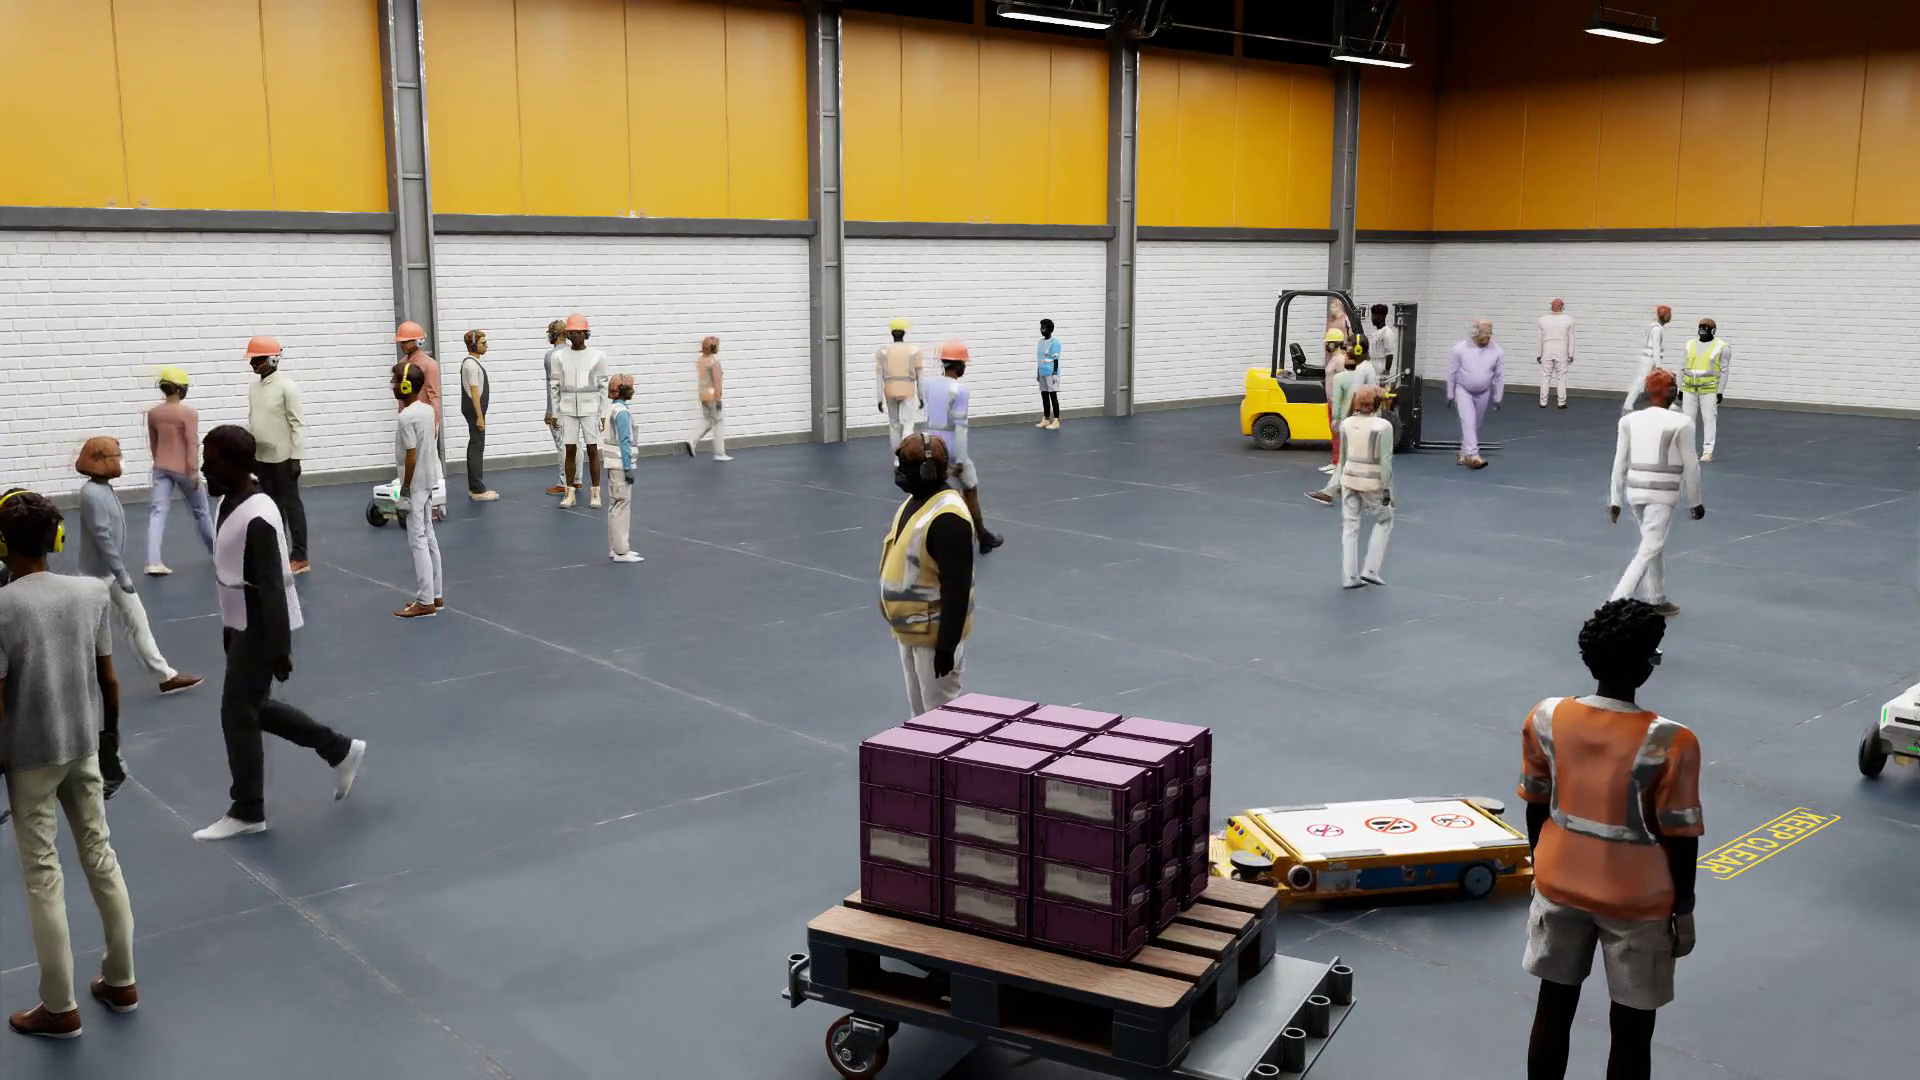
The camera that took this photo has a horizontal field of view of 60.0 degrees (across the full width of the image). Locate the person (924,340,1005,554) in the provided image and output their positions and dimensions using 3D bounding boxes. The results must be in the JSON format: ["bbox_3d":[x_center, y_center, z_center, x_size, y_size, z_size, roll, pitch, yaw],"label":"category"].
[{"bbox_3d":[-0.009,-0.788,14.564,0.557,1.902,0.905,9,13,43],"label":"person"}]

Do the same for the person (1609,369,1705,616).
[{"bbox_3d":[4.909,-0.299,11.887,0.974,1.843,0.576,-6,11,-31],"label":"person"}]

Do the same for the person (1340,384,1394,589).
[{"bbox_3d":[3.239,-0.421,13.198,0.458,1.619,0.545,-8,13,-39],"label":"person"}]

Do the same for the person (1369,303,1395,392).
[{"bbox_3d":[6.035,-2.419,23.927,0.368,1.960,0.613,-1,10,-5],"label":"person"}]

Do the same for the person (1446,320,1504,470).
[{"bbox_3d":[6.402,-1.800,20.672,0.654,1.849,0.980,0,10,0],"label":"person"}]

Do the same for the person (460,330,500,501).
[{"bbox_3d":[-5.216,-1.347,17.999,0.346,1.846,0.506,-4,10,-20],"label":"person"}]

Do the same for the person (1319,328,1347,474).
[{"bbox_3d":[4.532,-1.675,20.150,0.329,1.767,0.528,0,10,2],"label":"person"}]

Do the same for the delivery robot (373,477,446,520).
[{"bbox_3d":[-5.381,-0.461,16.285,0.477,0.478,0.707,5,10,27],"label":"delivery robot"}]

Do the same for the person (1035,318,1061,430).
[{"bbox_3d":[1.344,-2.532,25.386,0.319,1.691,0.535,-6,11,-29],"label":"person"}]

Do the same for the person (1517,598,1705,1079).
[{"bbox_3d":[1.825,1.000,4.694,0.318,1.697,0.533,-9,13,-41],"label":"person"}]

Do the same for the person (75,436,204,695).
[{"bbox_3d":[-5.015,0.184,9.772,0.871,1.589,0.495,-3,10,-15],"label":"person"}]

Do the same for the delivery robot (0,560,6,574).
[{"bbox_3d":[-7.582,0.107,12.985,0.707,0.478,0.477,-4,10,-20],"label":"delivery robot"}]

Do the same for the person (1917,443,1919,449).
[{"bbox_3d":[12.766,-1.913,21.484,0.591,1.780,0.903,-3,10,-18],"label":"person"}]

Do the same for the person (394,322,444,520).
[{"bbox_3d":[-5.443,-1.193,16.689,0.614,1.987,0.407,7,12,37],"label":"person"}]

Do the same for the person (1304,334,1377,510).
[{"bbox_3d":[4.067,-1.220,17.302,0.949,1.823,0.542,2,10,13],"label":"person"}]

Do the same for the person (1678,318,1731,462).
[{"bbox_3d":[9.555,-1.933,21.437,0.429,1.847,0.627,-9,13,-42],"label":"person"}]

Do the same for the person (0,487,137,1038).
[{"bbox_3d":[-3.087,0.753,5.634,0.317,1.870,0.523,6,11,30],"label":"person"}]

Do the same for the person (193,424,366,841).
[{"bbox_3d":[-3.164,0.401,7.619,0.712,1.898,0.598,-6,11,-30],"label":"person"}]

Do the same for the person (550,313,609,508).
[{"bbox_3d":[-3.976,-1.343,17.394,0.607,2.045,0.367,0,10,-1],"label":"person"}]

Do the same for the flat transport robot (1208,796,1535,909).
[{"bbox_3d":[1.751,1.308,7.054,1.431,0.197,0.652,-2,10,-11],"label":"flat transport robot"}]

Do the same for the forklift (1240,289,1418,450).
[{"bbox_3d":[5.034,-2.339,22.783,2.313,2.155,1.214,3,10,16],"label":"forklift"}]

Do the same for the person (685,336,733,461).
[{"bbox_3d":[-3.230,-1.808,21.344,0.531,1.624,0.533,-8,12,-38],"label":"person"}]

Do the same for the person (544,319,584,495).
[{"bbox_3d":[-4.405,-1.466,18.424,0.372,1.940,0.627,3,10,16],"label":"person"}]

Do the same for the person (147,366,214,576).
[{"bbox_3d":[-6.513,-0.567,13.892,0.539,1.675,0.949,3,10,15],"label":"person"}]

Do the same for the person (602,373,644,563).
[{"bbox_3d":[-2.929,-0.621,14.378,0.313,1.632,0.517,-4,10,-20],"label":"person"}]

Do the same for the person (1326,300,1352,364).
[{"bbox_3d":[6.490,-3.163,28.599,0.405,1.892,0.672,-1,10,-7],"label":"person"}]

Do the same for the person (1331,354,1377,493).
[{"bbox_3d":[4.368,-1.324,18.482,0.501,1.631,0.287,0,10,-3],"label":"person"}]

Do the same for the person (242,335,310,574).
[{"bbox_3d":[-5.687,-0.702,13.784,0.623,1.992,0.397,6,11,32],"label":"person"}]

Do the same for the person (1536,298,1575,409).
[{"bbox_3d":[10.316,-3.226,28.817,0.643,1.909,0.410,5,11,27],"label":"person"}]

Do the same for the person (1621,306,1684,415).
[{"bbox_3d":[11.401,-2.915,27.245,1.037,1.818,0.589,6,11,32],"label":"person"}]

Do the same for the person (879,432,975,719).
[{"bbox_3d":[-0.154,0.423,7.645,0.430,1.843,0.625,-3,10,-17],"label":"person"}]

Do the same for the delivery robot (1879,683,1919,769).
[{"bbox_3d":[4.947,0.887,8.416,0.707,0.478,0.477,-9,13,-43],"label":"delivery robot"}]

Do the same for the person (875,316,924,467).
[{"bbox_3d":[-0.750,-1.809,20.534,0.596,1.906,0.789,0,10,3],"label":"person"}]

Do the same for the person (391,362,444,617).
[{"bbox_3d":[-4.003,-0.367,12.191,0.328,1.872,0.513,0,10,0],"label":"person"}]
